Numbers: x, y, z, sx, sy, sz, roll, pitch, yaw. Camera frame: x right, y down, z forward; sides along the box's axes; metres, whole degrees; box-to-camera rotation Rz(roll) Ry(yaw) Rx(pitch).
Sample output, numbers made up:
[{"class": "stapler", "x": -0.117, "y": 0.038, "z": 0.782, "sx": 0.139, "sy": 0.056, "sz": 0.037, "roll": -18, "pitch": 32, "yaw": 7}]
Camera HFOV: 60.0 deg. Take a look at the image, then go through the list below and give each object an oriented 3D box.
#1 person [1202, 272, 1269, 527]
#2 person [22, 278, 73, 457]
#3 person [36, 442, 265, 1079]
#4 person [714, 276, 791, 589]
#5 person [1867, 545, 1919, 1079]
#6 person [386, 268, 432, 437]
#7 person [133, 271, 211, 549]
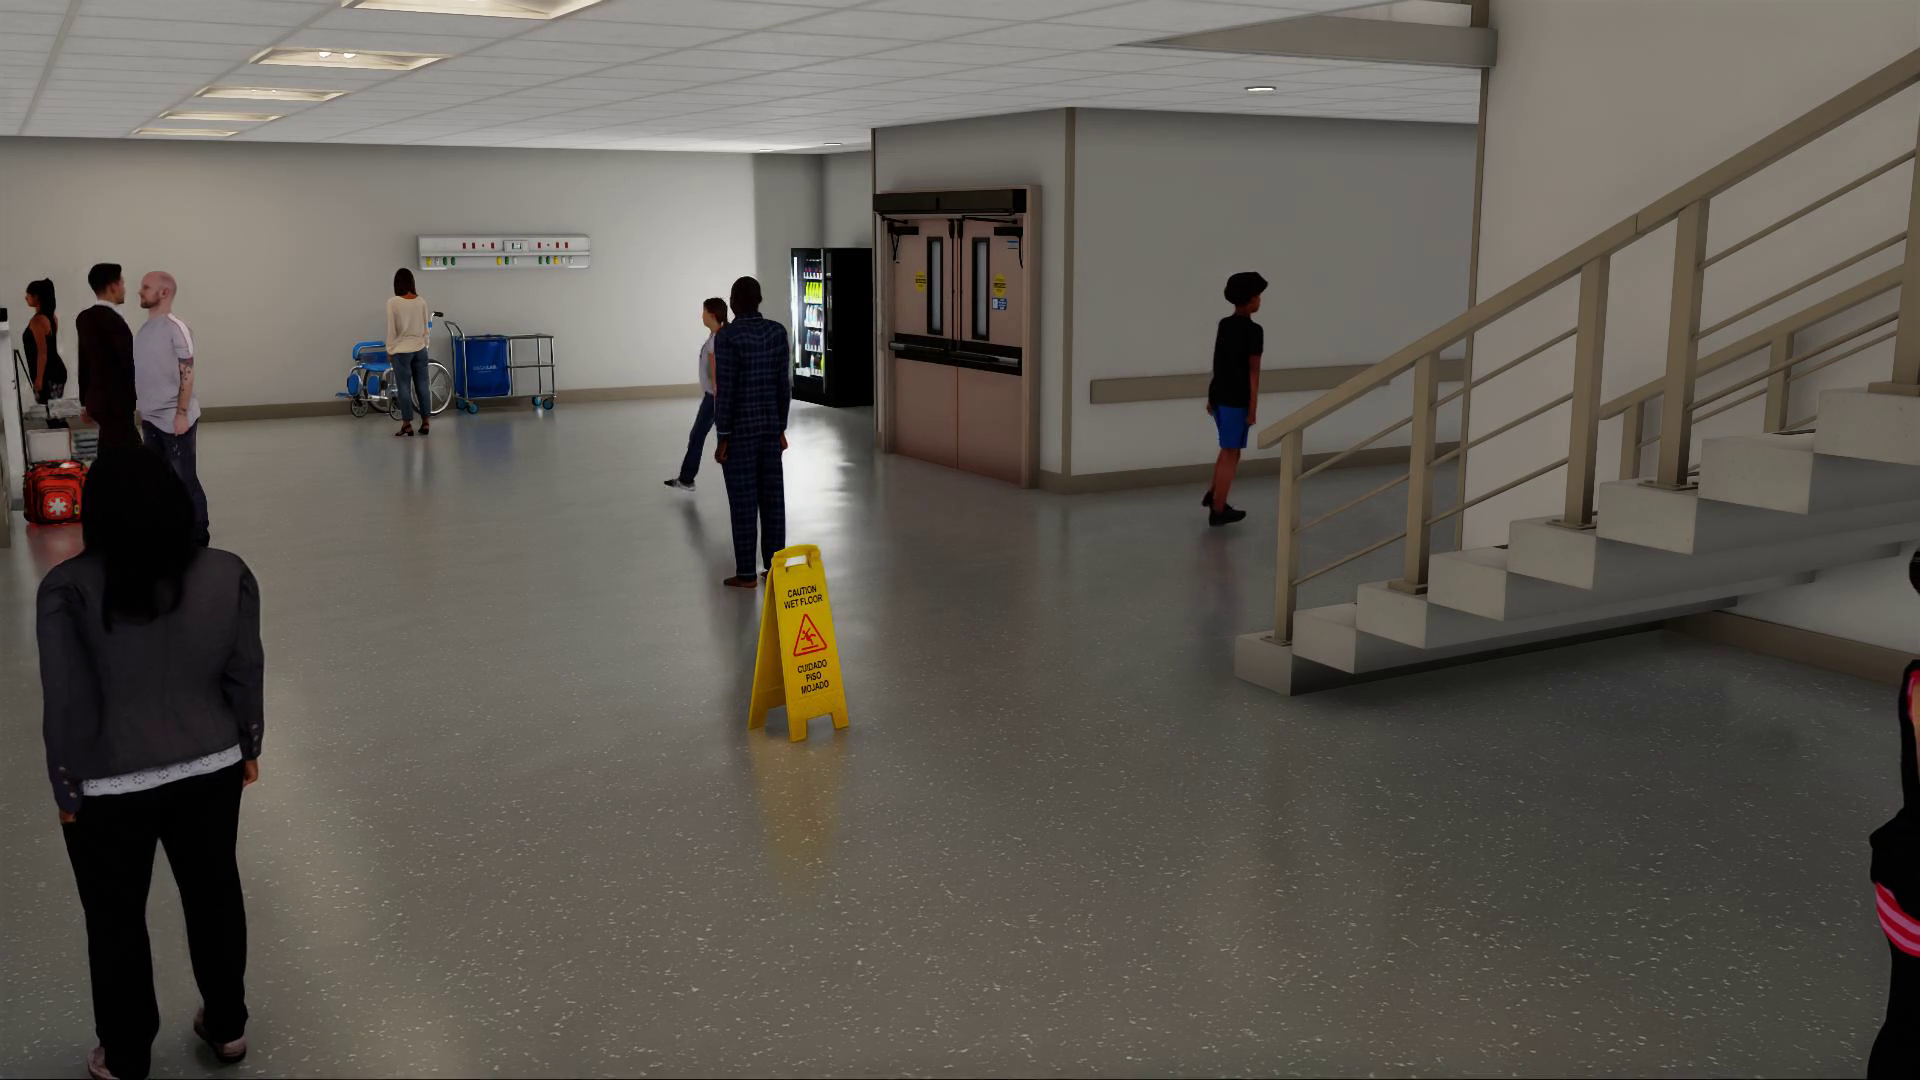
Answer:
[{"class": "person", "x": 1.888, "y": -0.991, "z": 11.760, "sx": 0.656, "sy": 1.776, "sz": 0.577, "roll": -6, "pitch": 12, "yaw": -29}, {"class": "person", "x": -7.825, "y": -1.411, "z": 14.277, "sx": 0.698, "sy": 1.663, "sz": 0.537, "roll": -3, "pitch": 11, "yaw": -14}, {"class": "person", "x": -1.984, "y": 0.556, "z": 4.093, "sx": 0.741, "sy": 1.594, "sz": 0.741, "roll": 10, "pitch": 15, "yaw": 43}, {"class": "person", "x": -1.226, "y": -0.638, "z": 9.769, "sx": 0.697, "sy": 1.824, "sz": 0.631, "roll": -8, "pitch": 13, "yaw": -37}, {"class": "person", "x": 2.007, "y": 0.707, "z": 3.410, "sx": 0.636, "sy": 1.552, "sz": 0.619, "roll": 7, "pitch": 13, "yaw": 32}, {"class": "person", "x": -5.566, "y": -1.900, "z": 16.800, "sx": 0.631, "sy": 1.682, "sz": 0.678, "roll": 10, "pitch": 15, "yaw": 42}, {"class": "person", "x": -4.933, "y": -0.762, "z": 10.399, "sx": 0.662, "sy": 1.832, "sz": 0.796, "roll": 8, "pitch": 13, "yaw": 37}]
